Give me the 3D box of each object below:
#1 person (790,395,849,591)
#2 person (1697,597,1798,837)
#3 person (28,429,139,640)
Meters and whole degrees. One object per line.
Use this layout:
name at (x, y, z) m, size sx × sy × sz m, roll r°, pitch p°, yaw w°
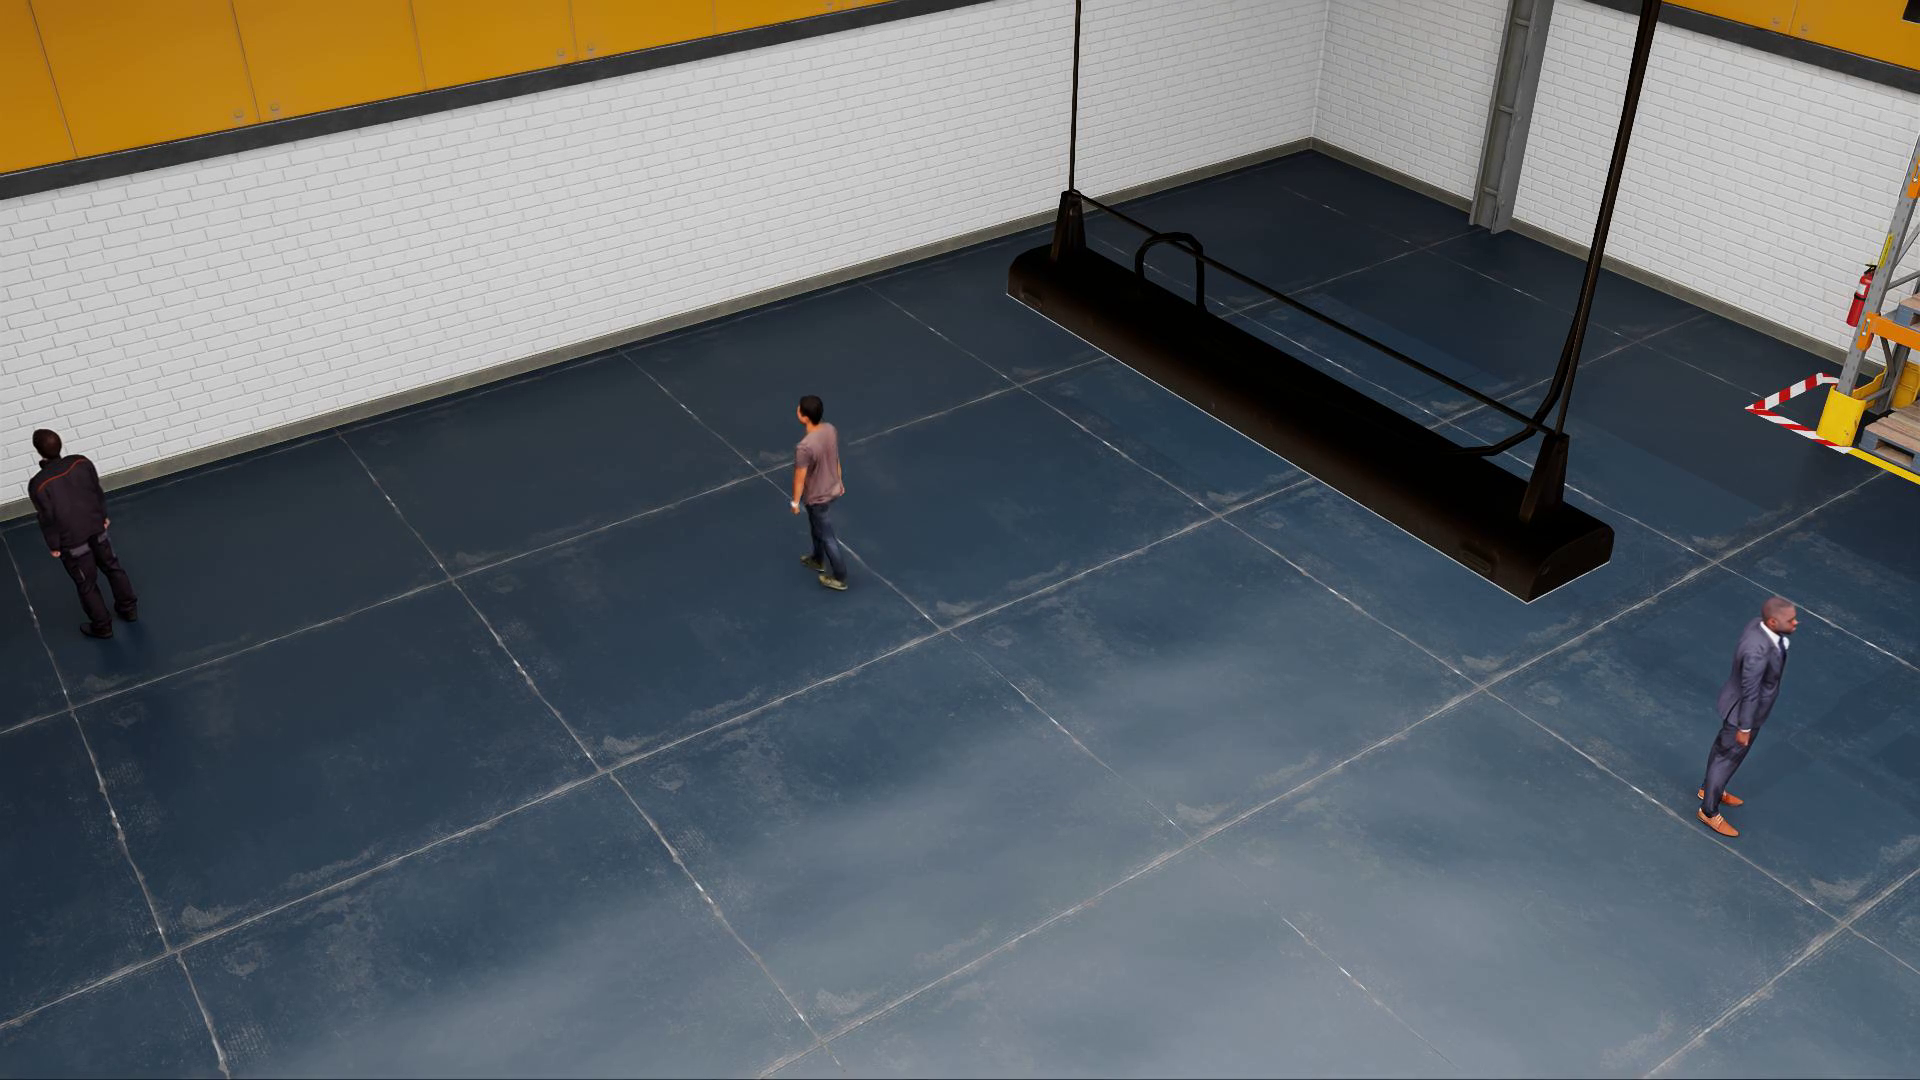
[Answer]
person at (-1.051, -0.358, 13.544) m, size 0.916 × 1.759 × 0.831 m, roll 17°, pitch 37°, yaw 24°
person at (5.294, 1.141, 11.229) m, size 0.778 × 1.824 × 0.785 m, roll 16°, pitch 37°, yaw 22°
person at (-6.890, -0.061, 13.025) m, size 0.749 × 1.837 × 0.796 m, roll 17°, pitch 37°, yaw 24°
